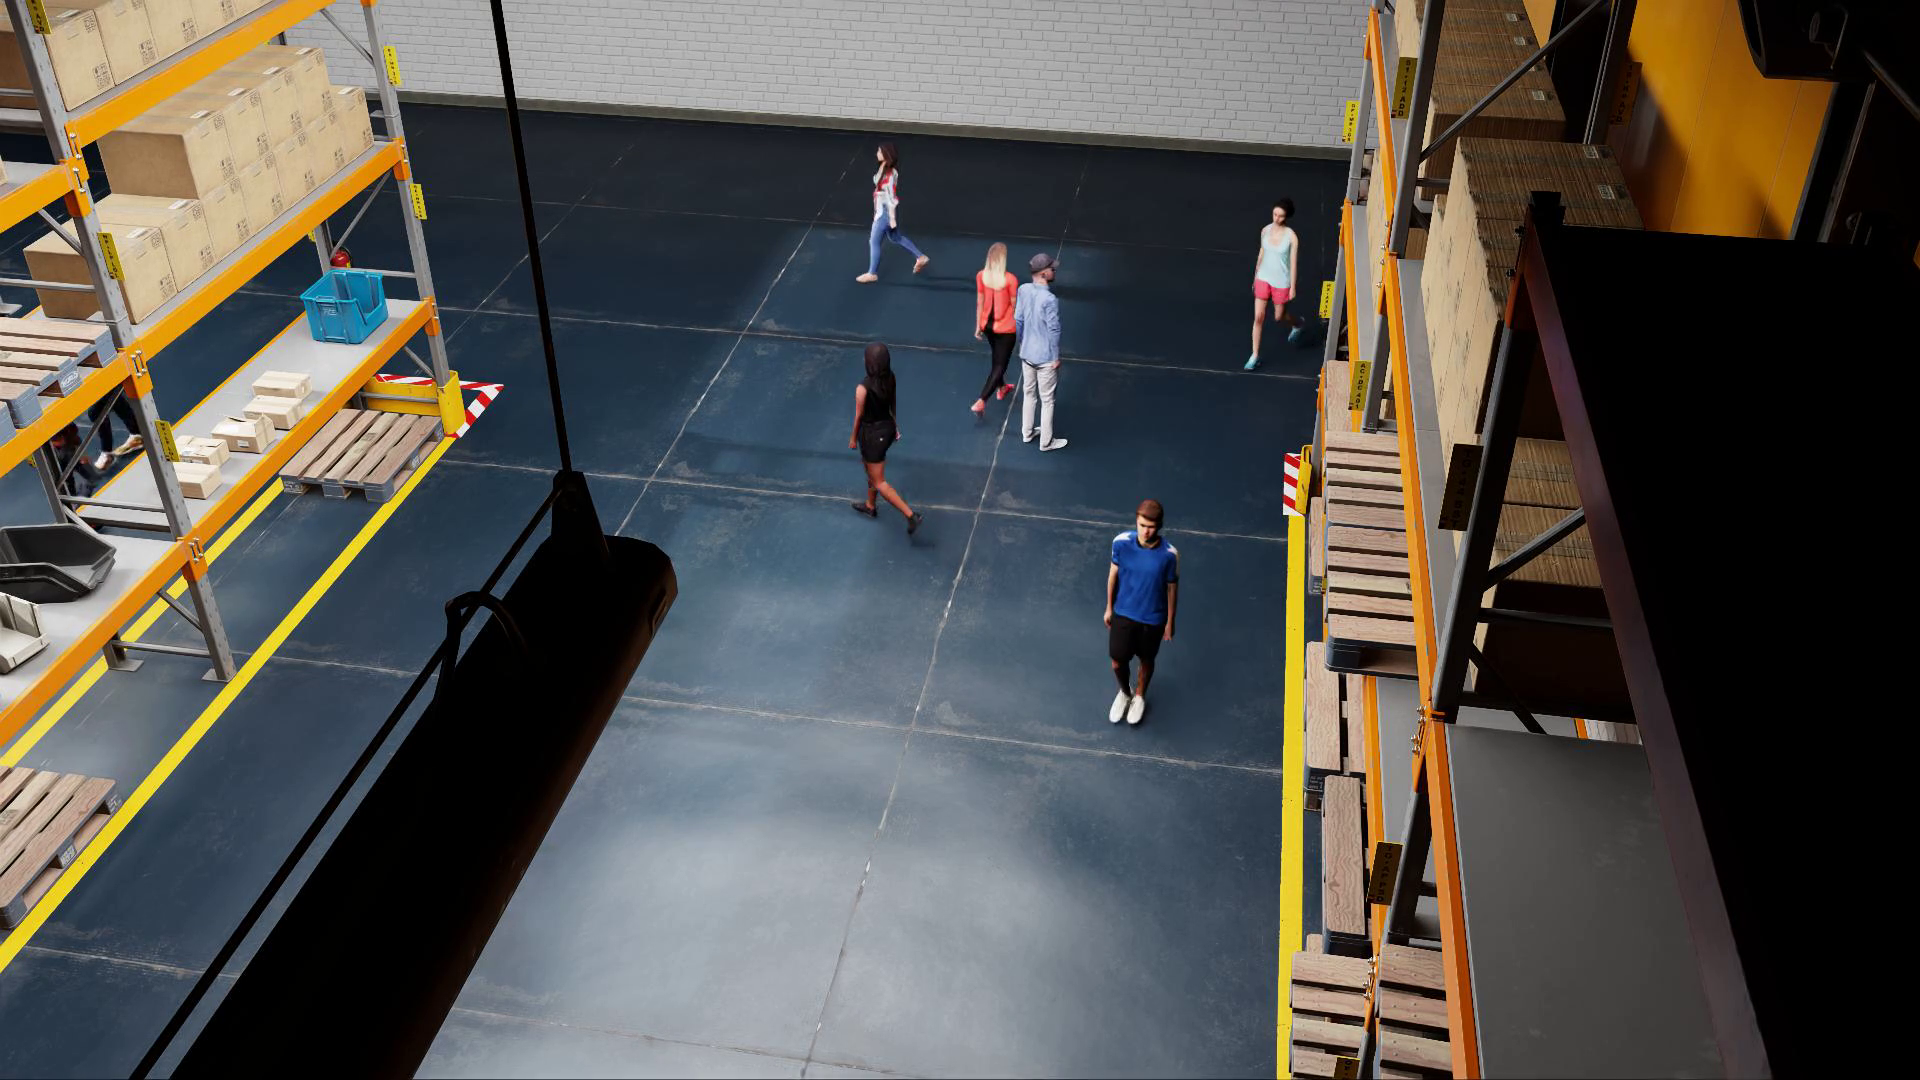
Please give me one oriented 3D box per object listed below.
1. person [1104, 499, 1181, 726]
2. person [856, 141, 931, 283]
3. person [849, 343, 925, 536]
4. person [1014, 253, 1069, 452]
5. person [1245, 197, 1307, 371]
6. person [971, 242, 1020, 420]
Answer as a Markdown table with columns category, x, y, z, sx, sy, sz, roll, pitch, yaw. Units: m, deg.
| category | x | y | z | sx | sy | sz | roll | pitch | yaw |
| --- | --- | --- | --- | --- | --- | --- | --- | --- | --- |
| person | 1.302 | 0.462 | 11.806 | 0.687 | 1.857 | 0.636 | 8 | 35 | 12 |
| person | -0.717 | -3.568 | 18.117 | 0.895 | 1.583 | 1.079 | -5 | 34 | -8 |
| person | -0.621 | -0.804 | 13.841 | 0.913 | 1.713 | 1.080 | 20 | 39 | 27 |
| person | 0.721 | -1.695 | 15.027 | 0.786 | 1.885 | 0.745 | -25 | 41 | -32 |
| person | 3.169 | -2.556 | 16.455 | 0.980 | 1.736 | 1.172 | 28 | 42 | 35 |
| person | 0.315 | -1.929 | 15.579 | 0.896 | 1.663 | 1.189 | 20 | 39 | 28 |
